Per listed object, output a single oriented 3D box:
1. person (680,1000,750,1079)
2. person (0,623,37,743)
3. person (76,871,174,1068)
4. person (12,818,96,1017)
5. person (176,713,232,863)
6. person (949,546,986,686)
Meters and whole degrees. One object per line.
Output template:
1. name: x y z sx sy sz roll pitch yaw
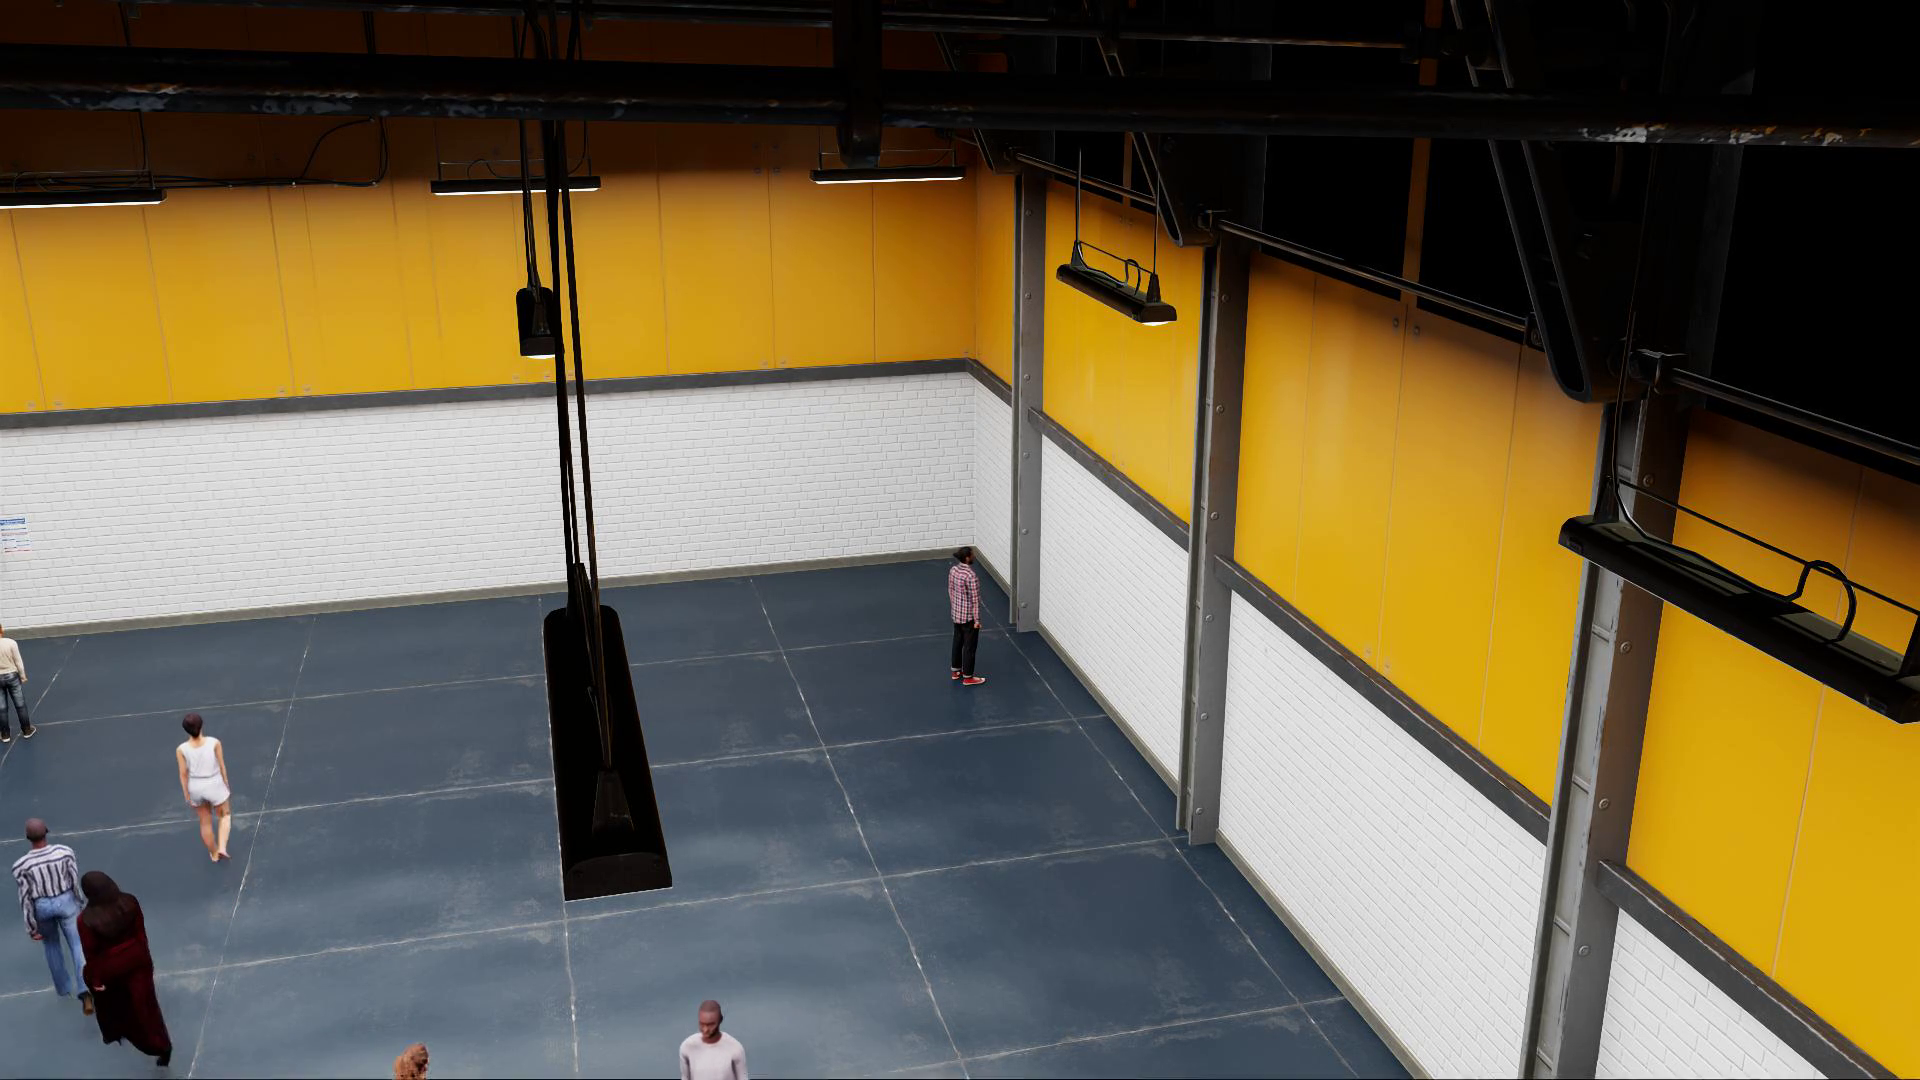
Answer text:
1. person: -1.673 3.931 11.572 0.851 1.734 1.184 1 19 2
2. person: -10.884 1.587 18.954 0.579 1.465 0.559 -9 20 -24
3. person: -6.574 3.423 13.128 1.242 1.705 1.109 14 23 36
4. person: -7.478 3.157 13.824 0.866 1.765 1.144 -13 23 -34
5. person: -7.327 2.452 16.172 0.603 1.601 0.688 -6 20 -18
6. person: 0.069 0.909 20.505 0.830 1.761 0.660 -14 23 -35
